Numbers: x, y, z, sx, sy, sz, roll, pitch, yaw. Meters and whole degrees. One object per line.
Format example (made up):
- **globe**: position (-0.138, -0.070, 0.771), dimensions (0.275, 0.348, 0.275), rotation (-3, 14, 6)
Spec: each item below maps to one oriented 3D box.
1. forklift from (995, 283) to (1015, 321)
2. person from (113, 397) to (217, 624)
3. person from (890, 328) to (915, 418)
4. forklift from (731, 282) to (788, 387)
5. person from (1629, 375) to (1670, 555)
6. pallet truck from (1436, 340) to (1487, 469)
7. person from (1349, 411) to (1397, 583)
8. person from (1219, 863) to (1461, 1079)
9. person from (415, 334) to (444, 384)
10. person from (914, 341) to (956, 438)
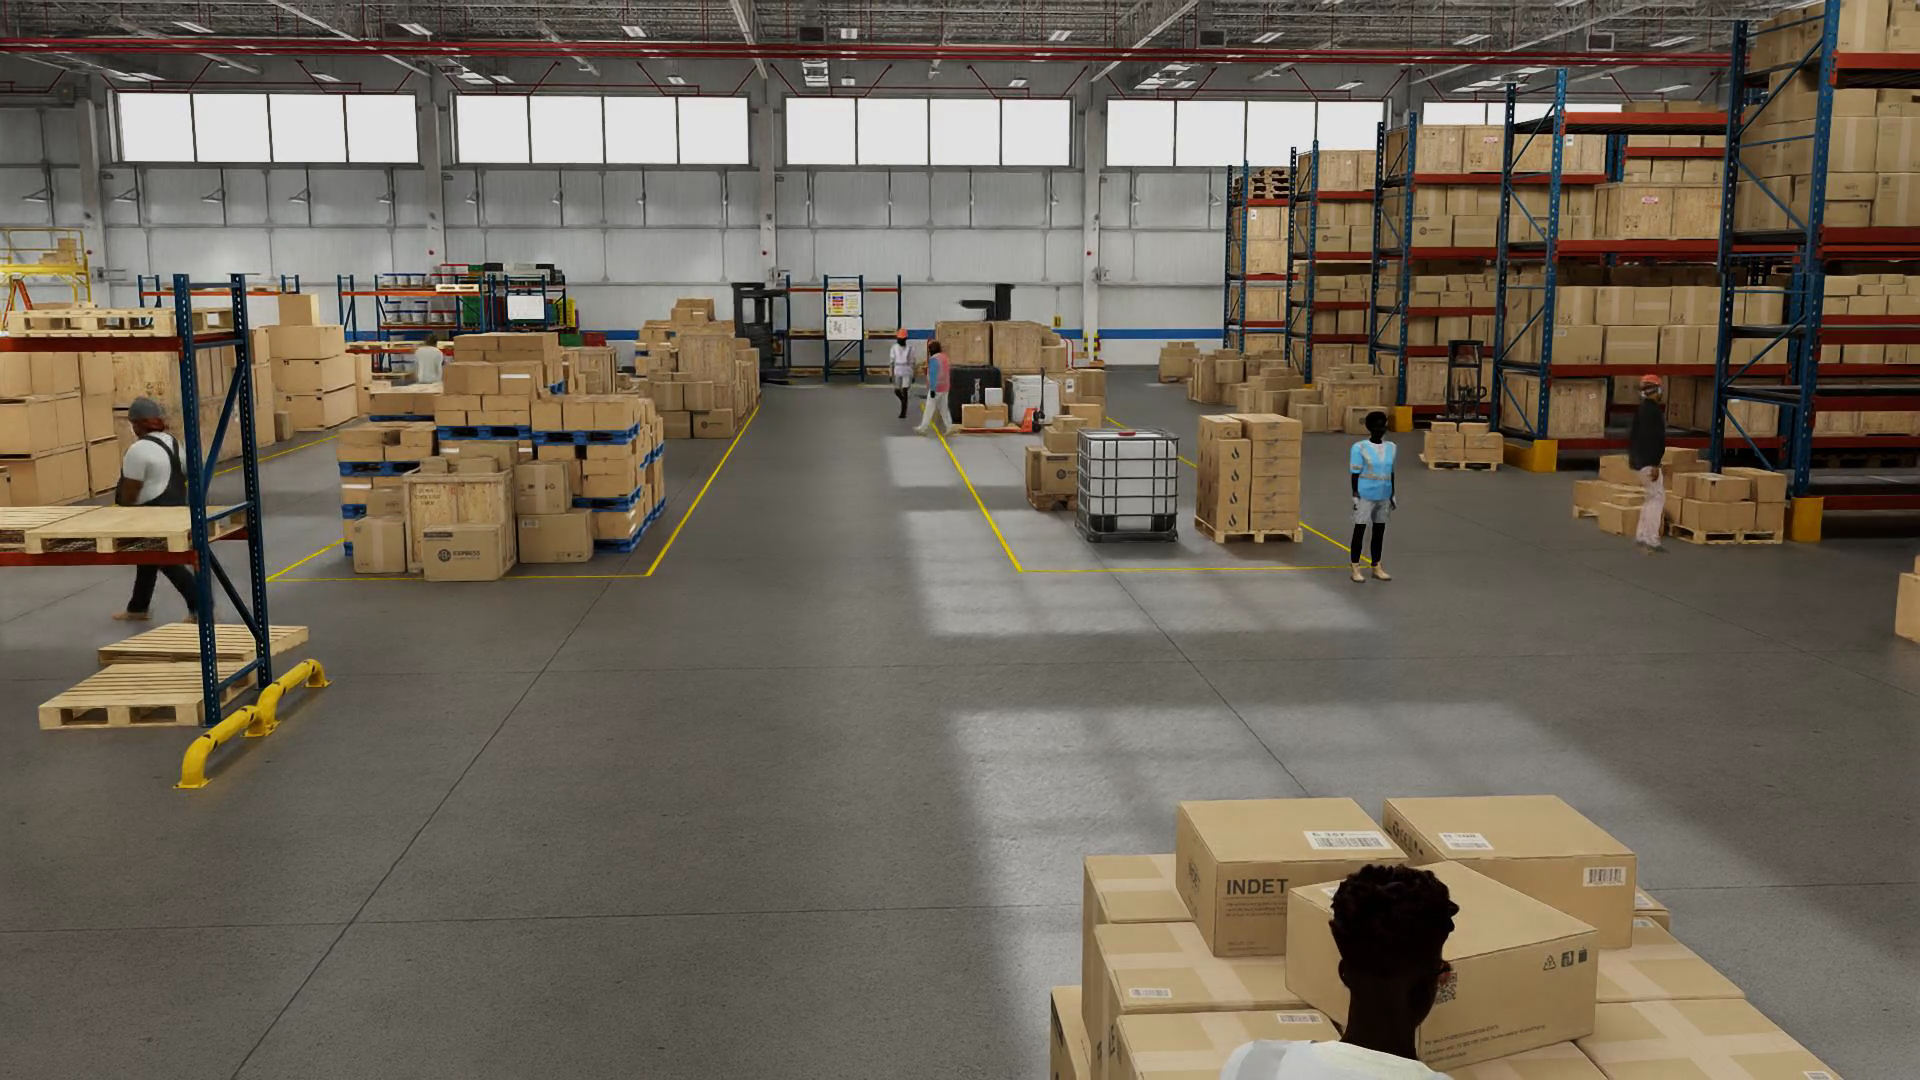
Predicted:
- **forklift**: position (1.045, -4.726, 39.703), dimensions (1.873, 2.768, 1.129), rotation (-1, 9, -4)
- **person**: position (-6.914, -0.270, 14.352), dimensions (0.997, 2.000, 0.689), rotation (0, 9, 2)
- **person**: position (-1.199, -3.556, 35.367), dimensions (0.558, 1.915, 0.649), rotation (2, 9, 13)
- **forklift**: position (-5.732, -5.596, 45.166), dimensions (1.873, 2.768, 1.129), rotation (8, 12, 42)
- **person**: position (7.524, -0.821, 18.156), dimensions (0.401, 1.937, 0.686), rotation (1, 9, 8)
- **pallet truck**: position (8.004, -2.170, 26.422), dimensions (0.823, 1.965, 1.885), rotation (2, 9, 14)
- **person**: position (4.076, -0.426, 16.411), dimensions (0.532, 1.696, 0.319), rotation (-3, 10, -21)
- **person**: position (0.761, 1.559, 3.108), dimensions (0.613, 1.961, 0.365), rotation (5, 10, 30)
- **person**: position (-10.226, -3.049, 32.264), dimensions (0.643, 1.887, 0.978), rotation (2, 9, 11)
- **person**: position (-0.448, -2.801, 31.044), dimensions (0.835, 1.788, 0.703), rotation (4, 10, 25)
